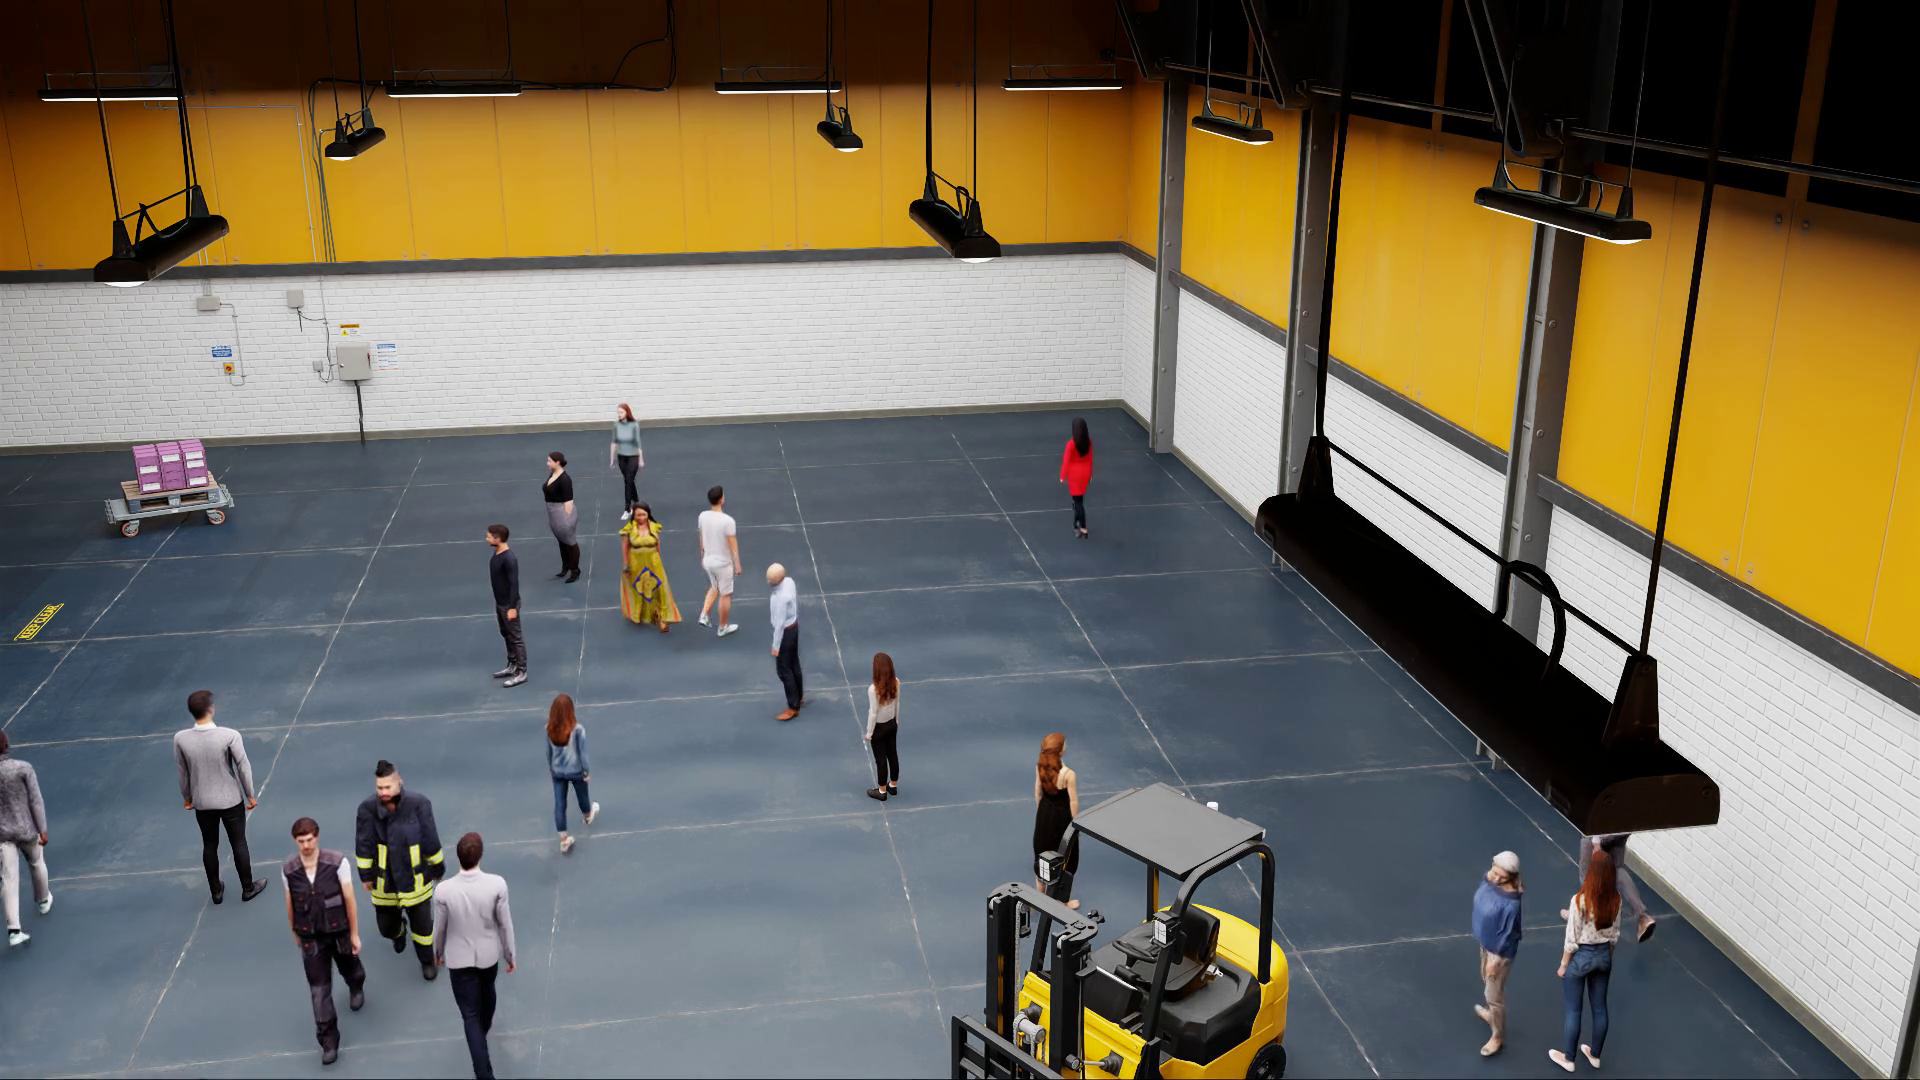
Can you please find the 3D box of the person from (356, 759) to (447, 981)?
[{"bbox_3d":[-4.410,2.549,13.113,0.864,1.846,0.896,-7,20,-20],"label":"person"}]

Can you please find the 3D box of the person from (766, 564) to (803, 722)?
[{"bbox_3d":[-1.832,1.023,17.784,0.936,1.759,0.592,5,19,16],"label":"person"}]

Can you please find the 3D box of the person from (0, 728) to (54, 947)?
[{"bbox_3d":[-7.730,2.427,13.536,0.798,1.808,1.194,-6,19,-16],"label":"person"}]

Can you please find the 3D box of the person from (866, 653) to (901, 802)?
[{"bbox_3d":[-0.725,1.781,15.959,0.653,1.485,0.619,17,25,41],"label":"person"}]

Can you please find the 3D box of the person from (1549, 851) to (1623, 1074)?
[{"bbox_3d":[4.511,3.011,11.927,0.568,1.728,0.486,-4,19,-11],"label":"person"}]

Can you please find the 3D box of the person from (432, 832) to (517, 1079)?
[{"bbox_3d":[-3.442,3.017,11.801,0.921,1.797,1.293,-9,21,-24],"label":"person"}]

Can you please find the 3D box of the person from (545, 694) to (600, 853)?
[{"bbox_3d":[-3.569,2.122,15.005,0.774,1.449,1.012,2,19,7],"label":"person"}]

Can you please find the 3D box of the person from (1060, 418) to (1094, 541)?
[{"bbox_3d":[1.723,-0.836,23.343,0.742,1.734,0.787,-16,25,-40],"label":"person"}]

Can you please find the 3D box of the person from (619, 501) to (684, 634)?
[{"bbox_3d":[-3.865,0.303,20.149,0.986,1.614,1.266,-9,21,-25],"label":"person"}]

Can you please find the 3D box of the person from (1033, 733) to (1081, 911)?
[{"bbox_3d":[0.798,2.364,14.010,0.673,1.625,0.737,14,23,35],"label":"person"}]

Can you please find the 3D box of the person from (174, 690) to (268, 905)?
[{"bbox_3d":[-6.303,2.178,14.099,0.751,1.921,0.617,-2,19,-6],"label":"person"}]

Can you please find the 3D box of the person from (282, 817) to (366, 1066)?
[{"bbox_3d":[-4.658,2.845,12.284,0.700,1.814,1.177,-5,19,-14],"label":"person"}]

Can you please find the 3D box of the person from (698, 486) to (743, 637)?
[{"bbox_3d":[-2.939,0.283,19.842,0.863,1.846,0.924,13,22,33],"label":"person"}]

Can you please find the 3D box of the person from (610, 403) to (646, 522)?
[{"bbox_3d":[-4.813,-1.175,24.372,0.858,1.718,1.019,6,19,17],"label":"person"}]

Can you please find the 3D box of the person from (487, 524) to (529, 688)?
[{"bbox_3d":[-5.045,0.699,18.574,0.770,1.867,0.627,-11,22,-30],"label":"person"}]

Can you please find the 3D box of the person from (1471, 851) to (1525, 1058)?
[{"bbox_3d":[3.947,2.959,12.168,0.901,1.673,0.597,3,19,8],"label":"person"}]

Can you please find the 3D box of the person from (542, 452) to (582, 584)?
[{"bbox_3d":[-5.188,-0.312,21.750,0.829,1.758,0.710,-13,22,-33],"label":"person"}]
